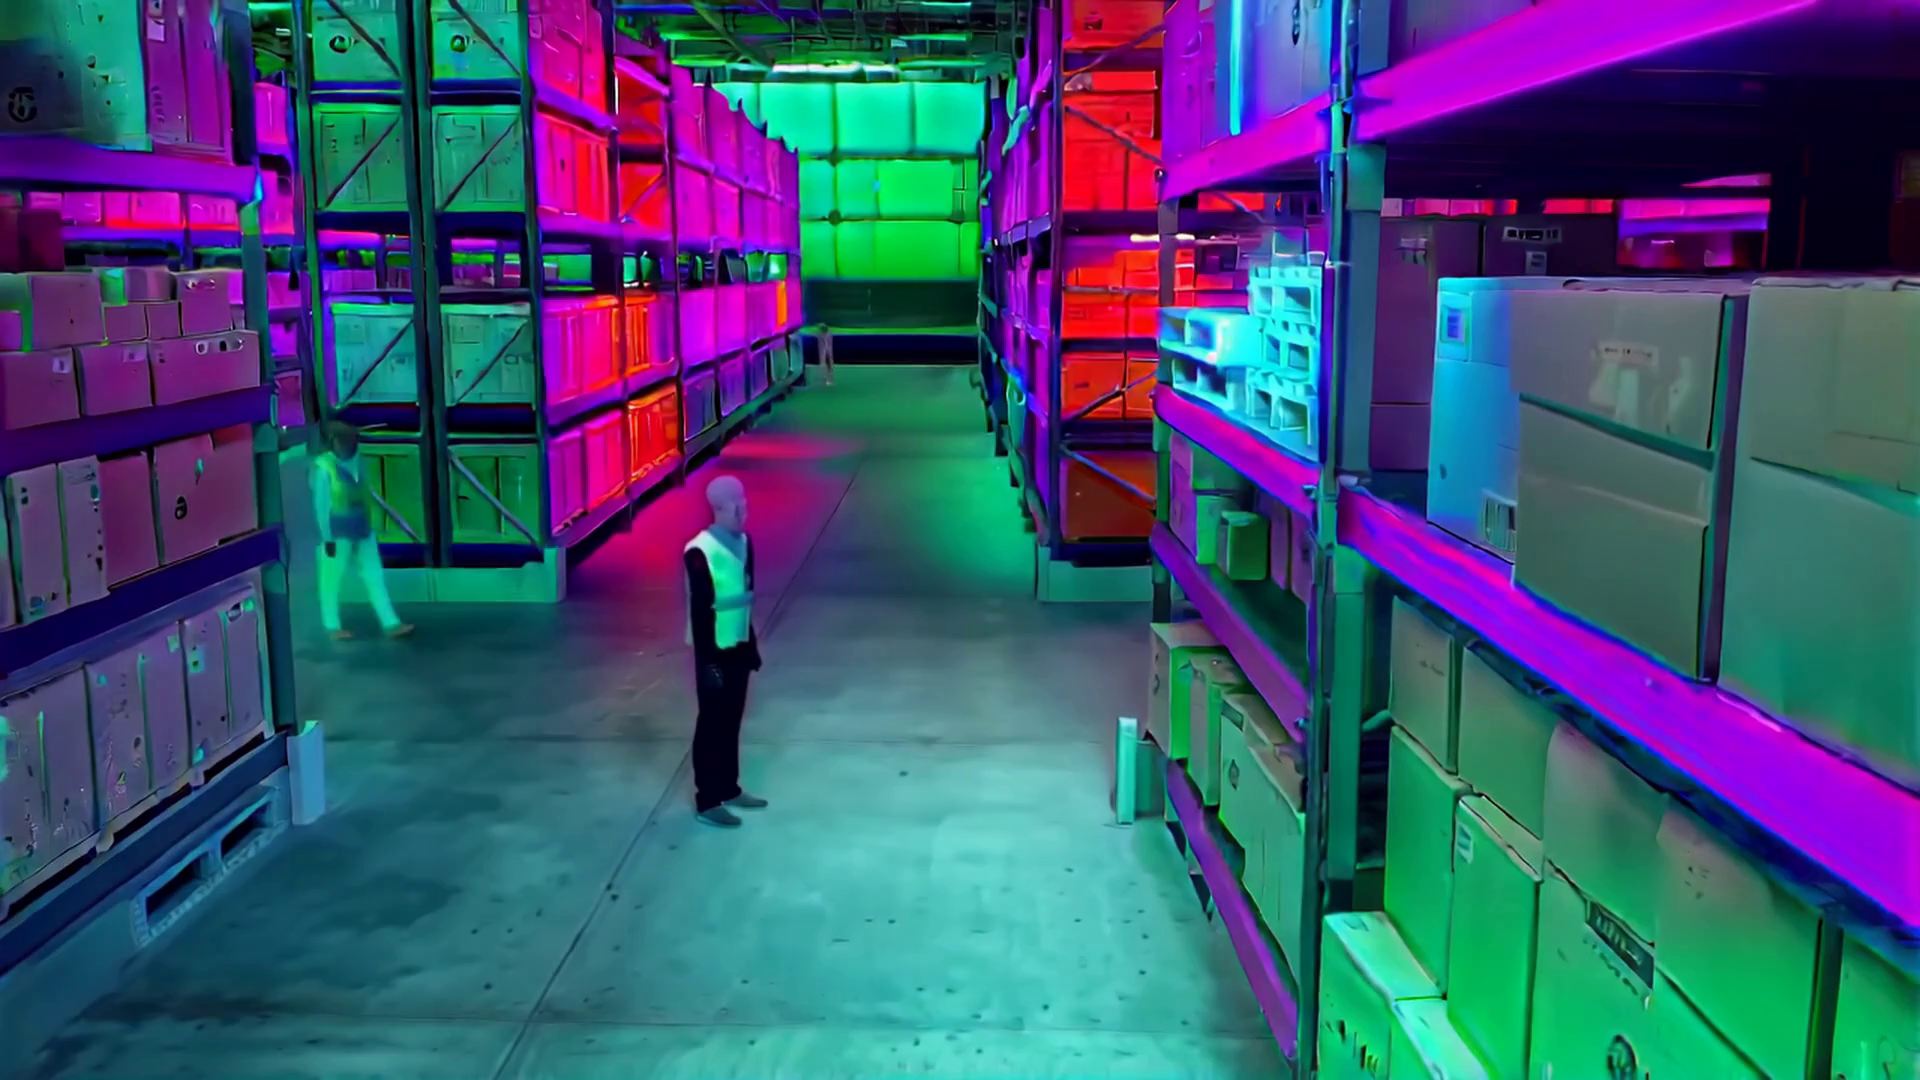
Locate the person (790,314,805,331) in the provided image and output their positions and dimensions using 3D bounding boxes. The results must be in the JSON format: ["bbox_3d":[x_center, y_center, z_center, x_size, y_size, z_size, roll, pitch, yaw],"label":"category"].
[{"bbox_3d":[-4.363,-5.068,43.933,0.549,1.909,0.570,-3,10,-15],"label":"person"}]

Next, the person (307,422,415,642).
[{"bbox_3d":[-4.855,-0.043,13.393,0.887,1.804,0.661,5,10,26],"label":"person"}]

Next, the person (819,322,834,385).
[{"bbox_3d":[-3.528,-4.904,43.755,0.315,1.629,0.513,-8,12,-42],"label":"person"}]

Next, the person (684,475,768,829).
[{"bbox_3d":[-1.301,0.596,9.140,0.390,1.920,0.587,3,10,20],"label":"person"}]
